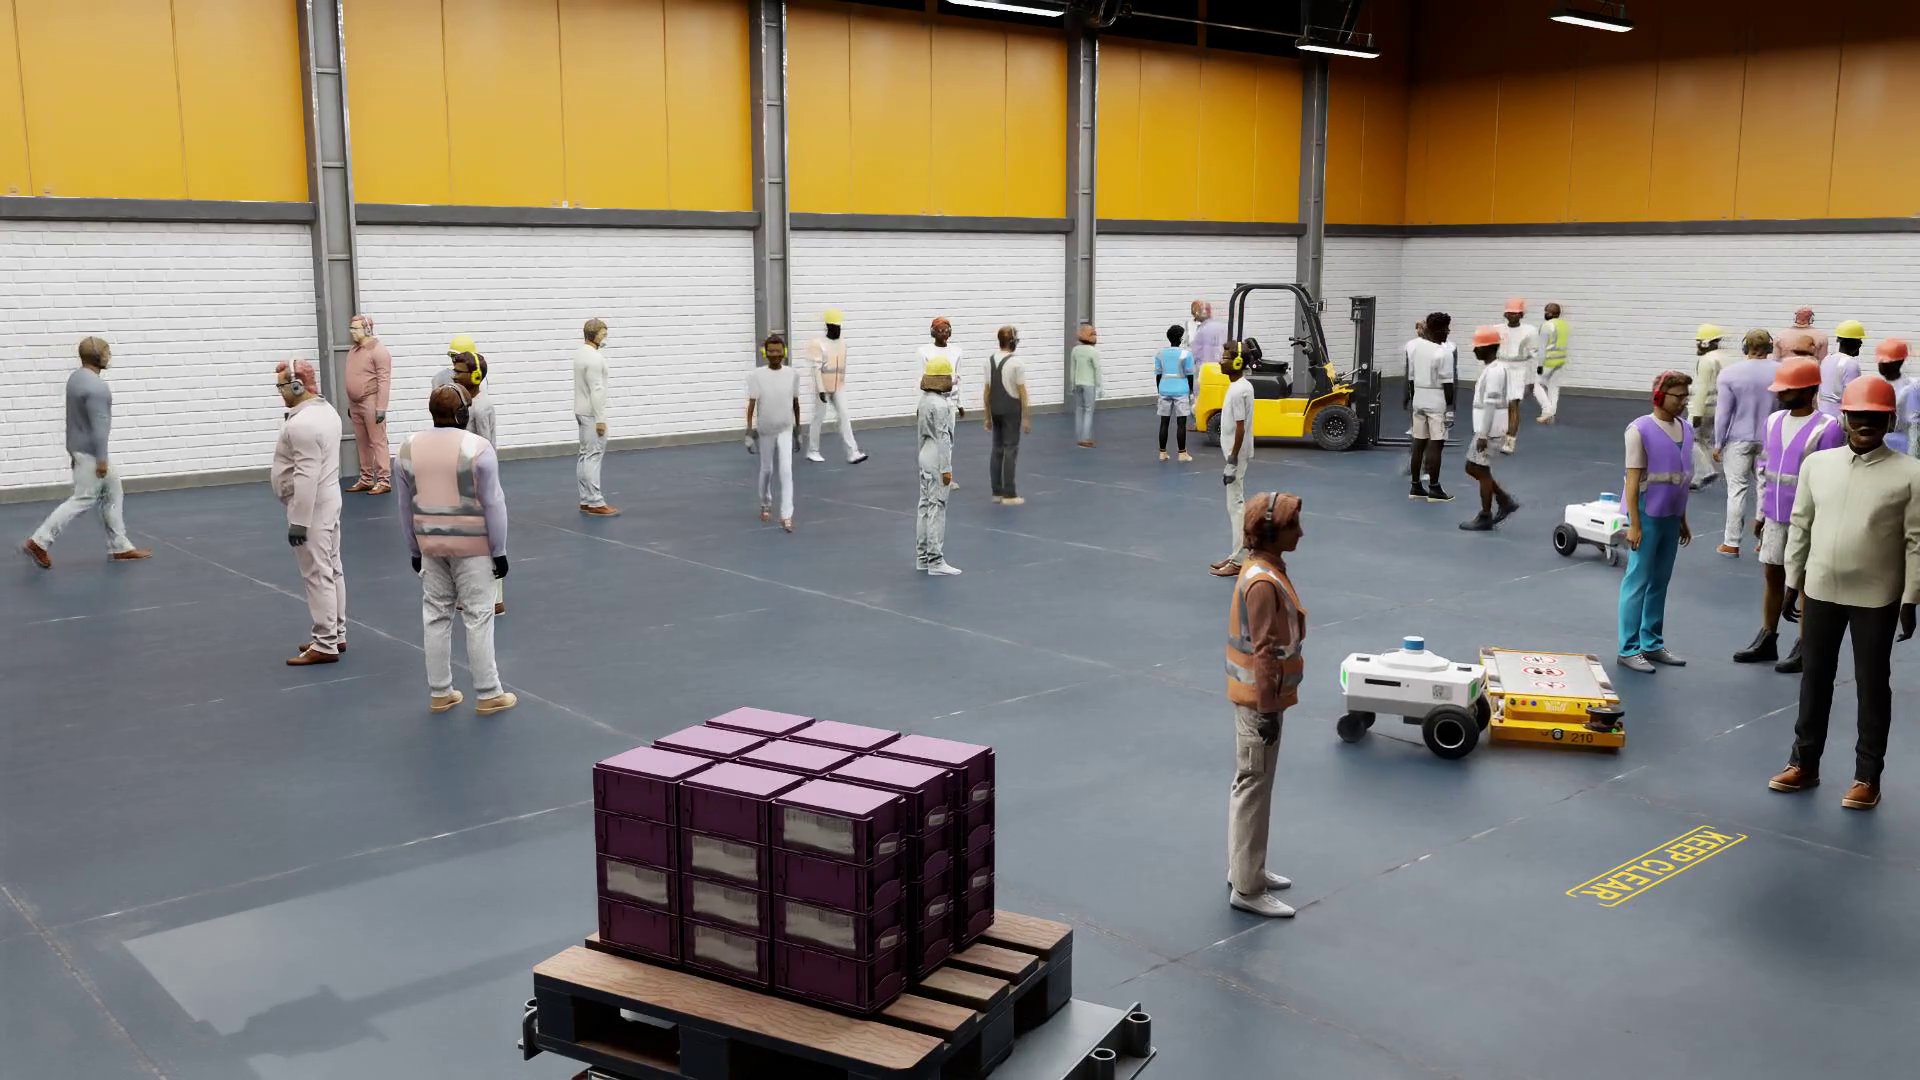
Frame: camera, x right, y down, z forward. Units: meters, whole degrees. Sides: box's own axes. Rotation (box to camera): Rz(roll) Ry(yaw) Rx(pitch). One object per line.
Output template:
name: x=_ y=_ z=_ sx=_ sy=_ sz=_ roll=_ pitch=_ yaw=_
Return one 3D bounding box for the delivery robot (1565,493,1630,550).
delivery robot: x=5.387 y=-0.150 z=13.887 sx=0.477 sy=0.478 sz=0.707 roll=-3 pitch=10 yaw=-16

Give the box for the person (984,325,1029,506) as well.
person: x=0.476 y=-1.269 z=16.954 sx=0.514 sy=1.844 sz=0.326 roll=9 pitch=13 yaw=42

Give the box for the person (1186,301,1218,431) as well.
person: x=3.558 y=-2.498 z=24.016 sx=0.518 sy=1.891 sz=0.645 roll=1 pitch=10 yaw=7

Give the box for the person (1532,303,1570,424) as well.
person: x=8.913 y=-2.661 z=25.136 sx=0.659 sy=1.831 sz=0.446 roll=-7 pitch=12 yaw=-36

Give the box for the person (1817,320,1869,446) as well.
person: x=8.462 y=-1.147 z=15.985 sx=0.366 sy=1.926 sz=0.594 roll=0 pitch=10 yaw=-1

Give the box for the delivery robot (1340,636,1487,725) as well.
delivery robot: x=2.350 y=0.745 z=8.646 sx=0.707 sy=0.478 sz=0.477 roll=4 pitch=11 yaw=24

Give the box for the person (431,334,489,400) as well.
person: x=-4.454 y=-0.937 z=15.036 sx=0.586 sy=1.833 sz=0.403 roll=3 pitch=10 yaw=19

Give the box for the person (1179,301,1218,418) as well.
person: x=3.718 y=-2.839 z=26.202 sx=0.598 sy=1.823 sz=0.988 roll=5 pitch=11 yaw=29

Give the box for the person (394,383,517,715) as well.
person: x=-2.775 y=0.053 z=9.210 sx=0.621 sy=1.845 sz=0.429 roll=2 pitch=10 yaw=14

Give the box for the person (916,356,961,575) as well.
person: x=-0.171 y=-0.596 z=13.304 sx=0.310 sy=1.741 sz=0.494 roll=-4 pitch=10 yaw=-21

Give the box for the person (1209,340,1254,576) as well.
person: x=2.162 y=-0.644 z=13.198 sx=0.325 sy=1.876 sz=0.521 roll=2 pitch=10 yaw=11

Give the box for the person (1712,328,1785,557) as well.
person: x=6.654 y=-0.810 z=13.987 sx=0.629 sy=1.937 sz=0.376 roll=1 pitch=10 yaw=8

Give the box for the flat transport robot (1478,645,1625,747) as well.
flat transport robot: x=3.240 y=0.840 z=9.198 sx=0.652 sy=0.197 sz=1.431 roll=2 pitch=10 yaw=14

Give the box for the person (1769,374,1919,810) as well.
person: x=4.123 y=0.233 z=7.698 sx=0.368 sy=1.996 sz=0.622 roll=-8 pitch=12 yaw=-39

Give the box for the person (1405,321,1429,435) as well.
person: x=6.634 y=-2.318 z=23.738 sx=0.646 sy=1.617 sz=0.521 roll=-4 pitch=10 yaw=-21

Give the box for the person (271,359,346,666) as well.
person: x=-4.065 y=-0.175 z=10.372 sx=0.407 sy=1.904 sz=0.639 roll=-1 pitch=10 yaw=-7

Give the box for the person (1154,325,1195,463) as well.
person: x=2.645 y=-1.798 z=20.470 sx=0.534 sy=1.698 sz=0.318 roll=6 pitch=11 yaw=32

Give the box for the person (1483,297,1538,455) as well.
person: x=6.981 y=-2.080 z=21.235 sx=0.636 sy=2.005 sz=0.938 roll=8 pitch=12 yaw=38

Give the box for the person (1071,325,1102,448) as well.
person: x=1.673 y=-2.033 z=22.040 sx=0.268 sy=1.634 sz=0.504 roll=-8 pitch=12 yaw=-39

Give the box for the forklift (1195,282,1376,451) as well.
forklift: x=4.328 y=-2.346 z=22.227 sx=2.313 sy=2.155 sz=1.214 roll=3 pitch=10 yaw=16

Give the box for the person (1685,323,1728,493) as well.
person: x=7.919 y=-1.387 z=17.691 sx=0.409 sy=1.820 sz=0.622 roll=8 pitch=13 yaw=40

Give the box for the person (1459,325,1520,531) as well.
person: x=4.867 y=-1.020 z=15.302 sx=0.473 sy=1.911 sz=0.541 roll=2 pitch=10 yaw=10

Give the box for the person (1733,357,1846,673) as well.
person: x=5.074 y=-0.152 z=10.155 sx=0.385 sy=1.929 sz=0.547 roll=-4 pitch=11 yaw=-23

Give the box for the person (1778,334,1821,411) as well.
person: x=9.862 y=-1.594 z=19.493 sx=0.484 sy=1.616 sz=0.517 roll=-4 pitch=11 yaw=-23

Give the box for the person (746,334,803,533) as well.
person: x=-1.747 y=-1.026 z=15.595 sx=0.546 sy=1.829 sz=0.973 roll=-2 pitch=10 yaw=-14

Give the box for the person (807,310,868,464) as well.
person: x=-1.544 y=-1.859 z=20.301 sx=0.599 sy=1.876 sz=0.953 roll=-8 pitch=13 yaw=-40

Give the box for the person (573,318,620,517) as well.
person: x=-3.588 y=-1.198 z=16.273 sx=0.379 sy=1.933 sz=0.629 roll=-4 pitch=11 yaw=-24

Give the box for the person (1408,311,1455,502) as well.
person: x=4.902 y=-1.380 z=17.235 sx=0.362 sy=1.965 sz=0.612 roll=-5 pitch=11 yaw=-25

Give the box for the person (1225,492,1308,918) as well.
person: x=1.182 y=0.624 z=6.462 sx=0.307 sy=1.639 sz=0.525 roll=2 pitch=10 yaw=9

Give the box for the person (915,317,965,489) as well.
person: x=-0.217 y=-1.470 z=18.014 sx=0.584 sy=1.879 sz=0.337 roll=-5 pitch=11 yaw=-29

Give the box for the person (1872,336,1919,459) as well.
person: x=7.797 y=-0.749 z=13.802 sx=0.915 sy=1.894 sz=0.579 roll=-3 pitch=10 yaw=-18

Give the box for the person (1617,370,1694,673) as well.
person: x=4.276 y=-0.122 z=10.231 sx=0.566 sy=1.843 sz=0.389 roll=-7 pitch=12 yaw=-34

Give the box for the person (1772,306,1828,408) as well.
person: x=10.573 y=-1.985 z=20.956 sx=0.646 sy=1.908 sz=0.408 roll=6 pitch=12 yaw=33

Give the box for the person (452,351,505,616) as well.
person: x=-3.412 y=-0.388 z=11.694 sx=0.323 sy=1.876 sz=0.530 roll=-4 pitch=11 yaw=-24

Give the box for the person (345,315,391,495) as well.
person: x=-6.340 y=-1.437 z=17.750 sx=0.642 sy=1.908 sz=0.409 roll=7 pitch=12 yaw=36

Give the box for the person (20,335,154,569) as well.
person: x=-7.163 y=-0.703 z=13.504 sx=0.945 sy=1.906 sz=0.638 roll=-8 pitch=13 yaw=-40

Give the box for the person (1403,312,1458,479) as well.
person: x=5.349 y=-1.634 z=18.915 sx=0.620 sy=1.899 sz=0.447 roll=7 pitch=12 yaw=34
